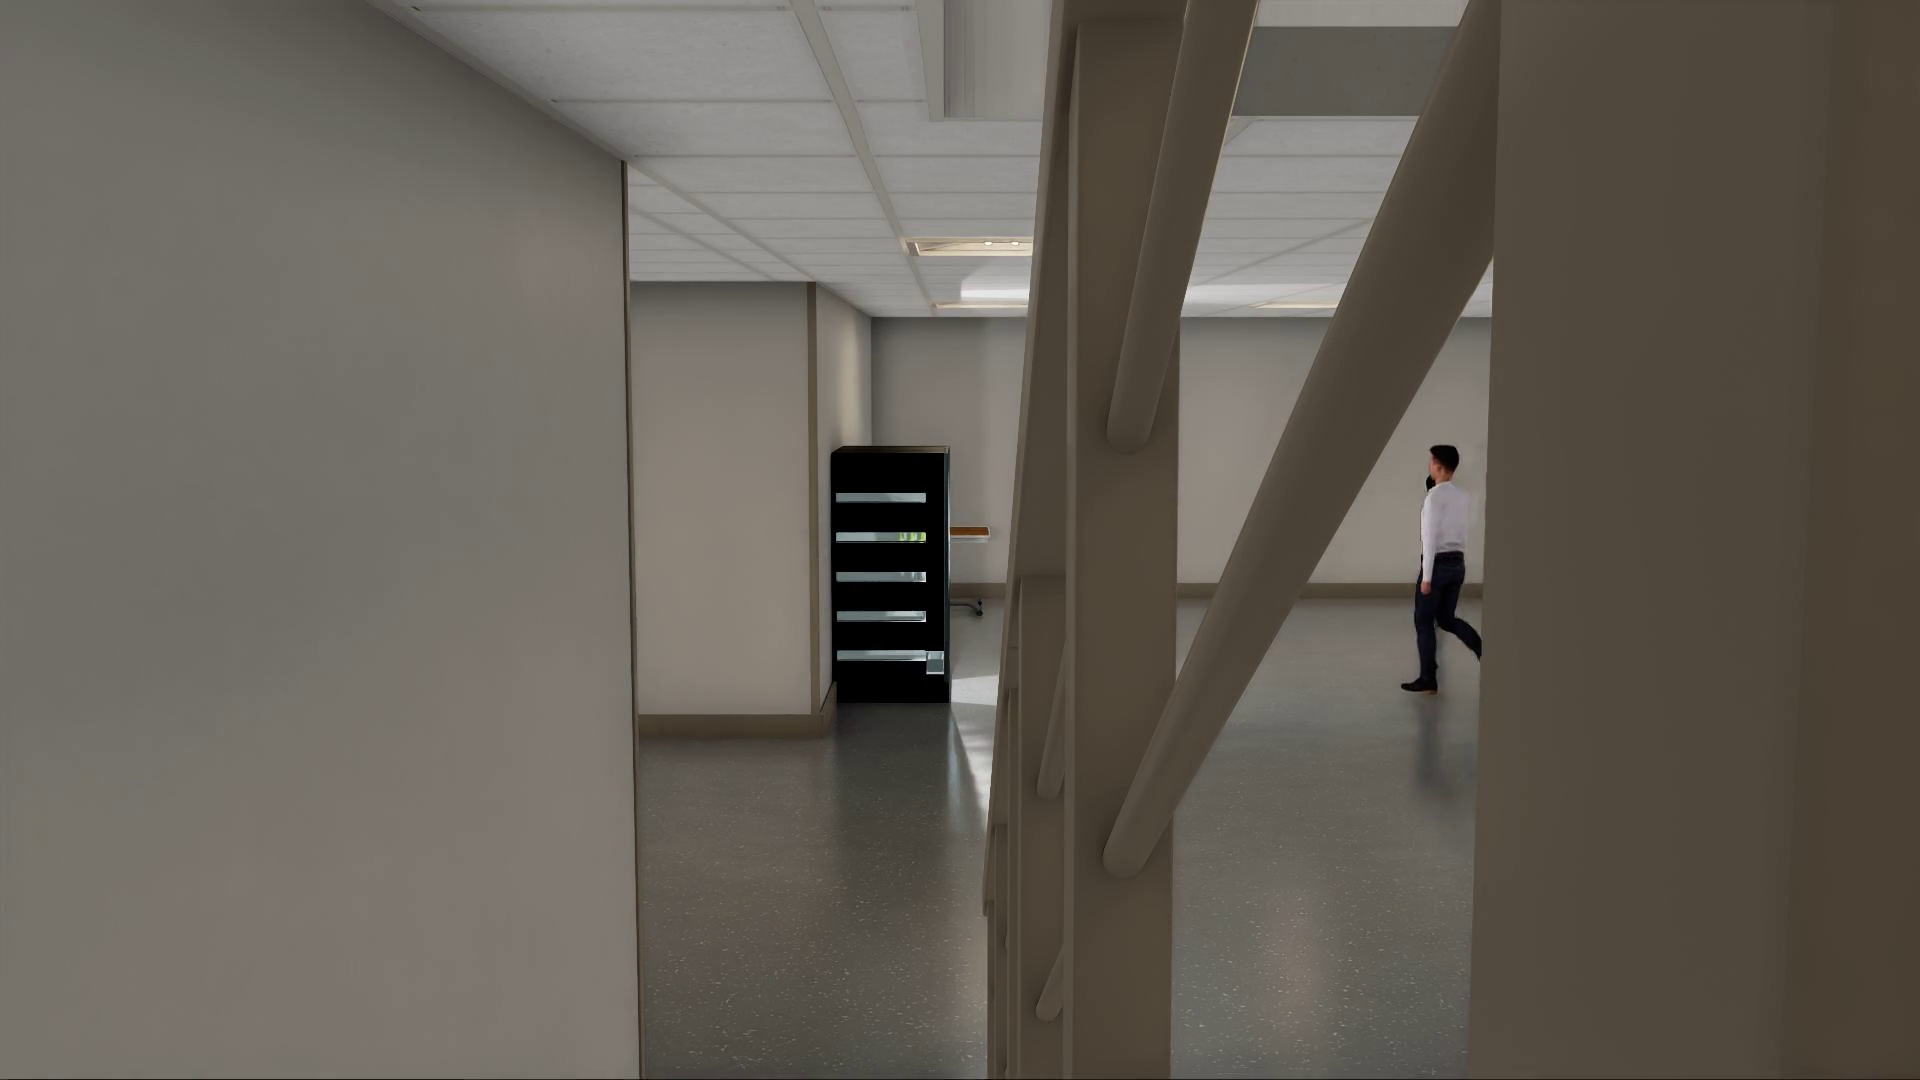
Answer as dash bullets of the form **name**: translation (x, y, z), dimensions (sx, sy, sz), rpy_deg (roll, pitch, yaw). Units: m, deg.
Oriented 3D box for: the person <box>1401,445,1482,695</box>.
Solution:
- **person**: translation (3.617, 0.242, 12.183), dimensions (0.979, 1.847, 1.087), rpy_deg (-5, 7, -39)
